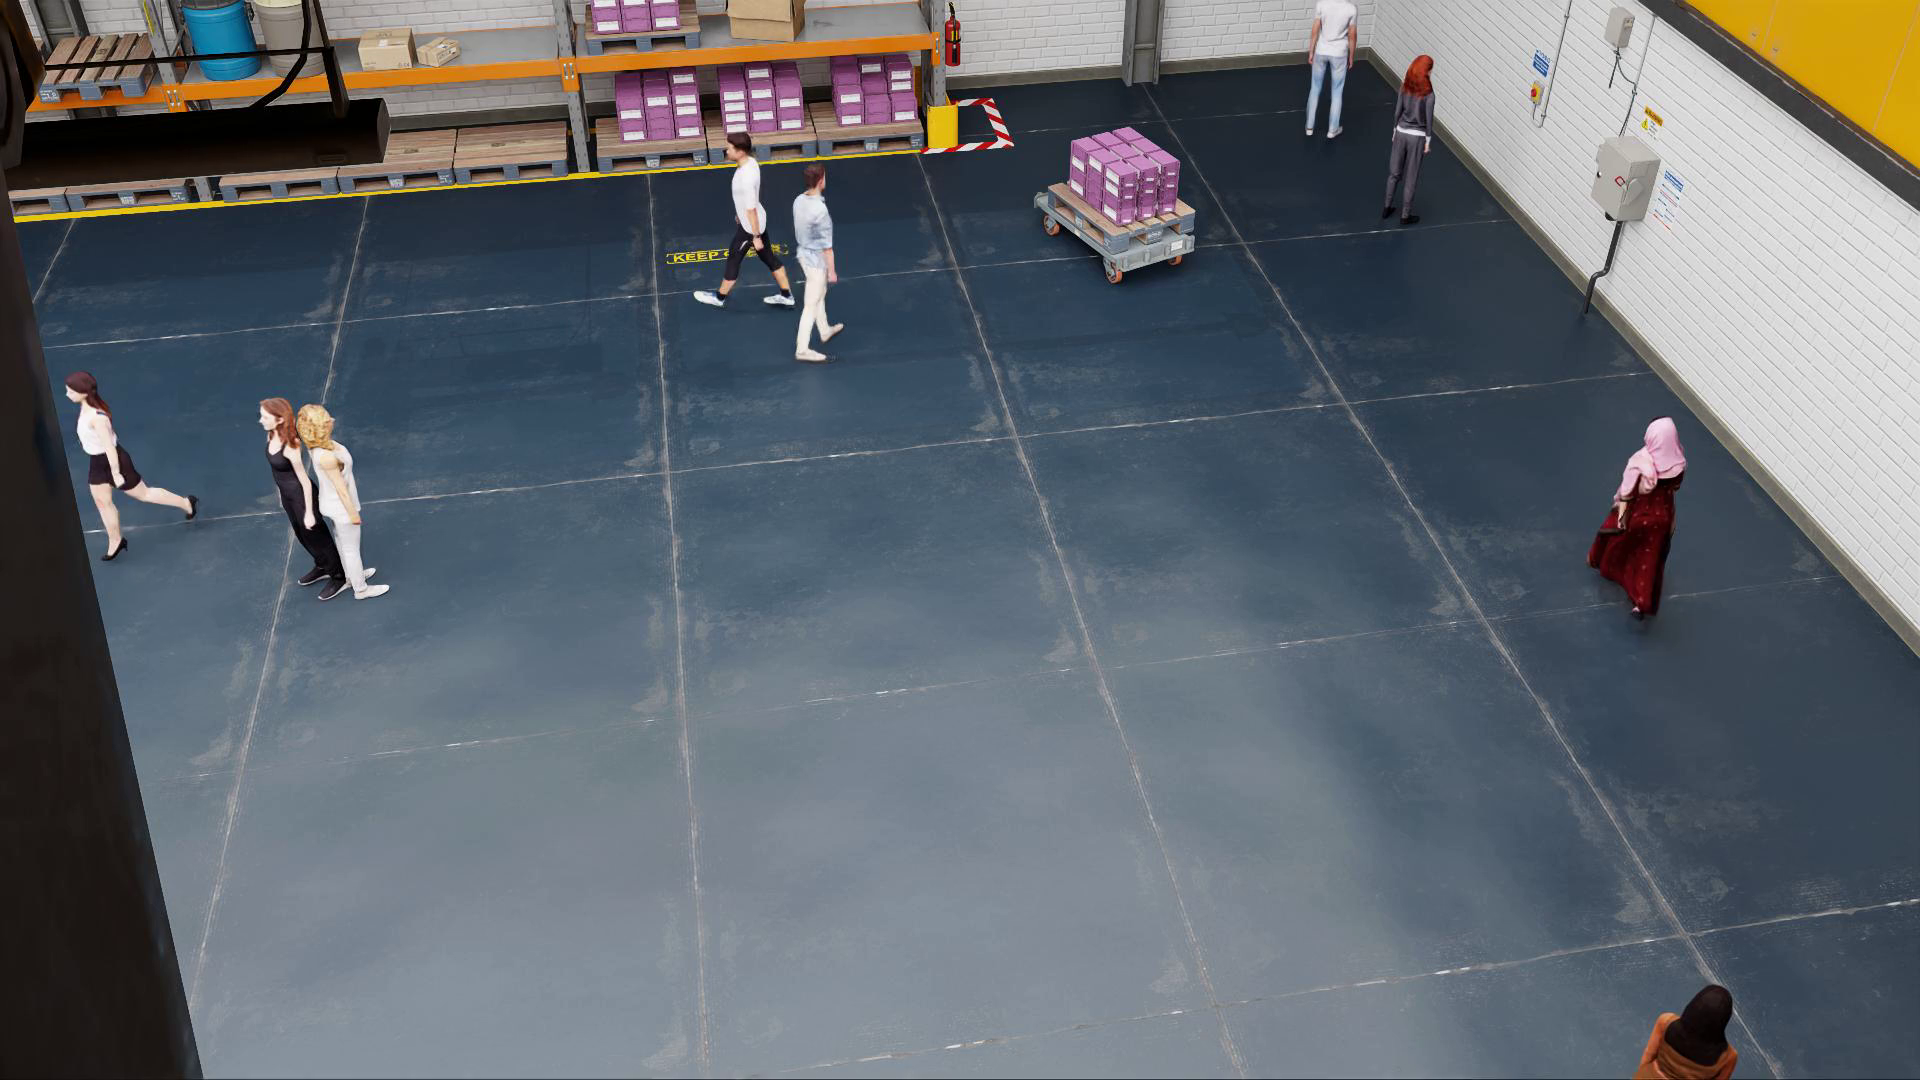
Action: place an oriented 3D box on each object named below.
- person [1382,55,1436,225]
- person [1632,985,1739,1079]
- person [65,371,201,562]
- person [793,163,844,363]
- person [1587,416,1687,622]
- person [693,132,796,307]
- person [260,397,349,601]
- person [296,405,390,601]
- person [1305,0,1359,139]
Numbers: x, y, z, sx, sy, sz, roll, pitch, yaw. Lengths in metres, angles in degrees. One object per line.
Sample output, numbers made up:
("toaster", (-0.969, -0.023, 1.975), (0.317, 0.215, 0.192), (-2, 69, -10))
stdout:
("person", (4.604, -4.095, 17.012), (0.672, 1.782, 0.654), (-31, 48, -32))
("person", (3.592, 2.825, 8.425), (0.632, 1.684, 0.682), (26, 46, 29))
("person", (-6.418, -0.603, 12.769), (1.123, 1.620, 0.926), (-30, 47, -32))
("person", (-1.357, -2.471, 14.941), (0.939, 1.828, 0.813), (-15, 41, -18))
("person", (5.039, -0.133, 12.197), (1.085, 1.599, 0.881), (3, 39, 4))
("person", (-1.853, -2.942, 15.550), (1.233, 1.805, 0.845), (0, 39, 0))
("person", (-4.873, -0.331, 12.327), (0.666, 1.747, 0.697), (31, 48, 33))
("person", (-4.622, -0.292, 12.340), (0.688, 1.671, 0.682), (-25, 45, -28))
("person", (4.154, -5.430, 18.628), (0.667, 1.850, 0.794), (13, 40, 16))
